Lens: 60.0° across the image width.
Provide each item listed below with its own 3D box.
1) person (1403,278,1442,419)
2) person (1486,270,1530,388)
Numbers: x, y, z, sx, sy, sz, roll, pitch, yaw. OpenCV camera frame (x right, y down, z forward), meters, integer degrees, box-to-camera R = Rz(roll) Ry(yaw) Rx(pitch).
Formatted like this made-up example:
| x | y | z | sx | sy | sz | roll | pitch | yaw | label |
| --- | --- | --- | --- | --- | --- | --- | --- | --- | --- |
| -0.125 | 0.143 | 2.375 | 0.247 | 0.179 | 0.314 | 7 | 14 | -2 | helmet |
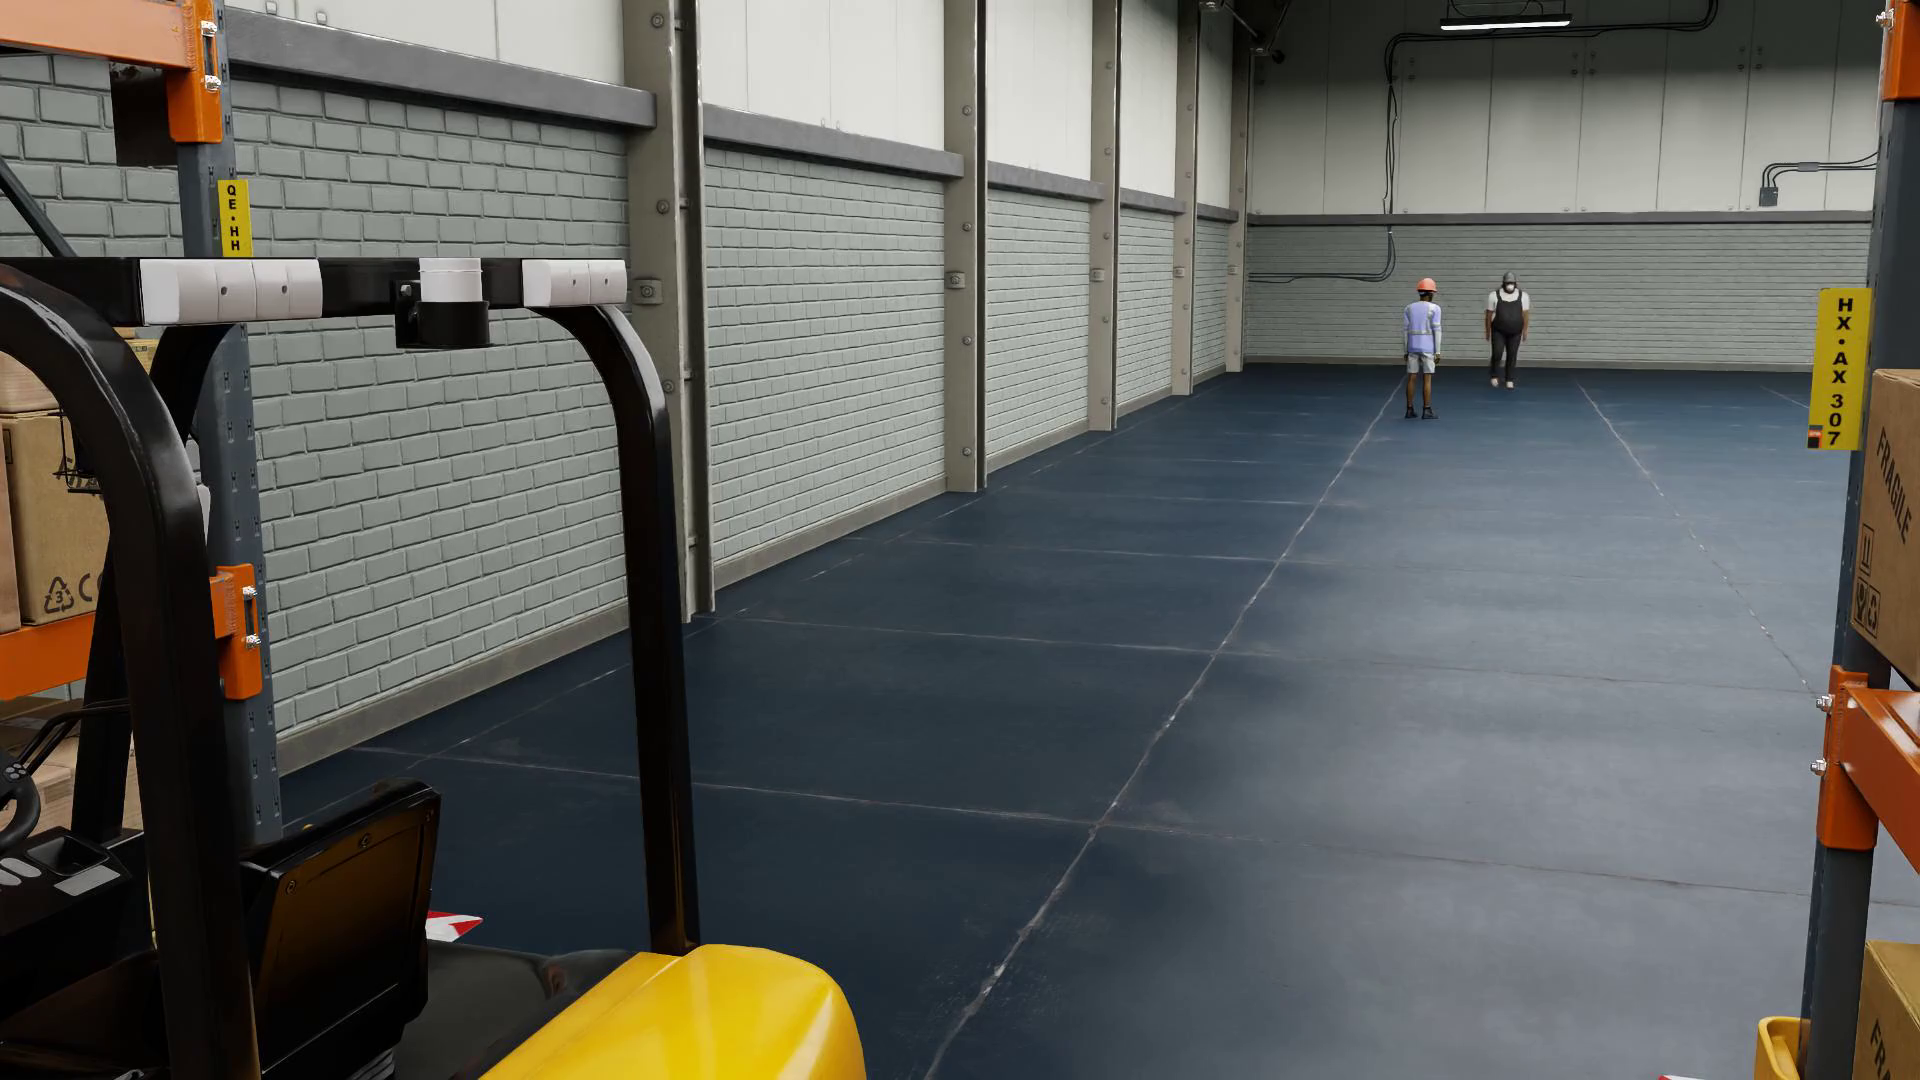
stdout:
| x | y | z | sx | sy | sz | roll | pitch | yaw | label |
| --- | --- | --- | --- | --- | --- | --- | --- | --- | --- |
| 6.381 | -2.631 | 22.922 | 0.550 | 1.933 | 0.373 | 9 | 13 | 42 | person |
| 9.369 | -3.613 | 28.454 | 0.702 | 2.000 | 0.559 | 1 | 10 | 9 | person |
